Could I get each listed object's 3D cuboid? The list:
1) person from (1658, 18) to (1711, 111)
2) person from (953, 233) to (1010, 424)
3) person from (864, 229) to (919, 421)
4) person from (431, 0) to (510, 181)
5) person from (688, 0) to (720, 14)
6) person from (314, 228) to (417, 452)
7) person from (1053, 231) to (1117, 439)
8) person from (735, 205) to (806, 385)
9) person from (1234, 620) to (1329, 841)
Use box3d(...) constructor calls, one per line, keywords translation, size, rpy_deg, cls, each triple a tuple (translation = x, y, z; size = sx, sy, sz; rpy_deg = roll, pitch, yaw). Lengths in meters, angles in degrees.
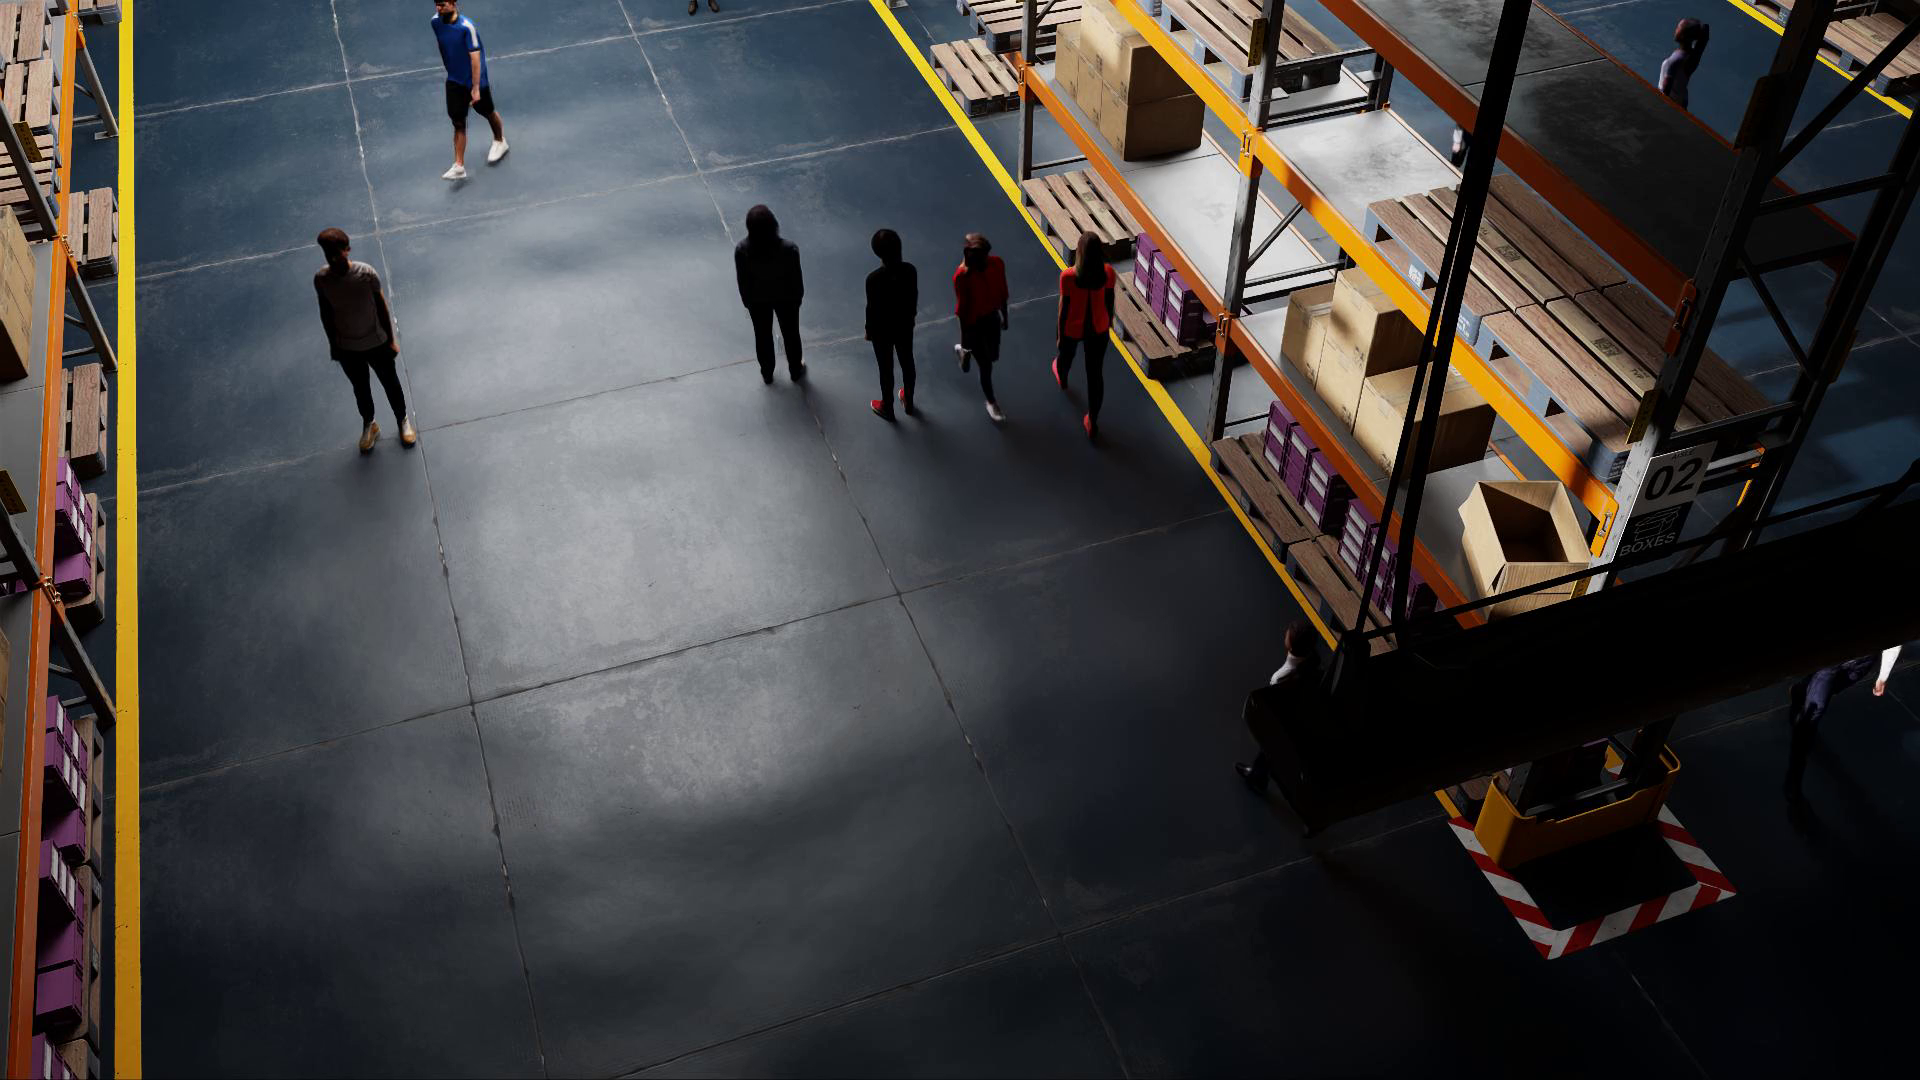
box3d(translation=(6.466, -3.853, 15.057), size=(0.923, 1.667, 1.299), rpy_deg=(-30, 51, -28), cls="person")
box3d(translation=(0.117, -1.683, 12.779), size=(0.773, 1.668, 1.007), rpy_deg=(-28, 50, -26), cls="person")
box3d(translation=(-0.514, -1.650, 12.739), size=(0.623, 1.675, 0.564), rpy_deg=(-21, 47, -20), cls="person")
box3d(translation=(-4.501, -4.303, 15.420), size=(1.077, 1.819, 1.231), rpy_deg=(11, 45, 11), cls="person")
box3d(translation=(-2.835, -6.542, 17.797), size=(0.685, 1.781, 0.577), rpy_deg=(-7, 44, -8), cls="person")
box3d(translation=(-4.474, -1.511, 12.433), size=(0.683, 1.896, 0.605), rpy_deg=(-8, 44, -8), cls="person")
box3d(translation=(0.966, -1.523, 12.630), size=(0.773, 1.643, 1.163), rpy_deg=(-6, 44, -6), cls="person")
box3d(translation=(-1.480, -1.935, 13.096), size=(0.751, 1.596, 0.758), rpy_deg=(-2, 44, -2), cls="person")
box3d(translation=(2.002, 1.138, 9.919), size=(0.757, 1.529, 1.076), rpy_deg=(-30, 51, -27), cls="person")
